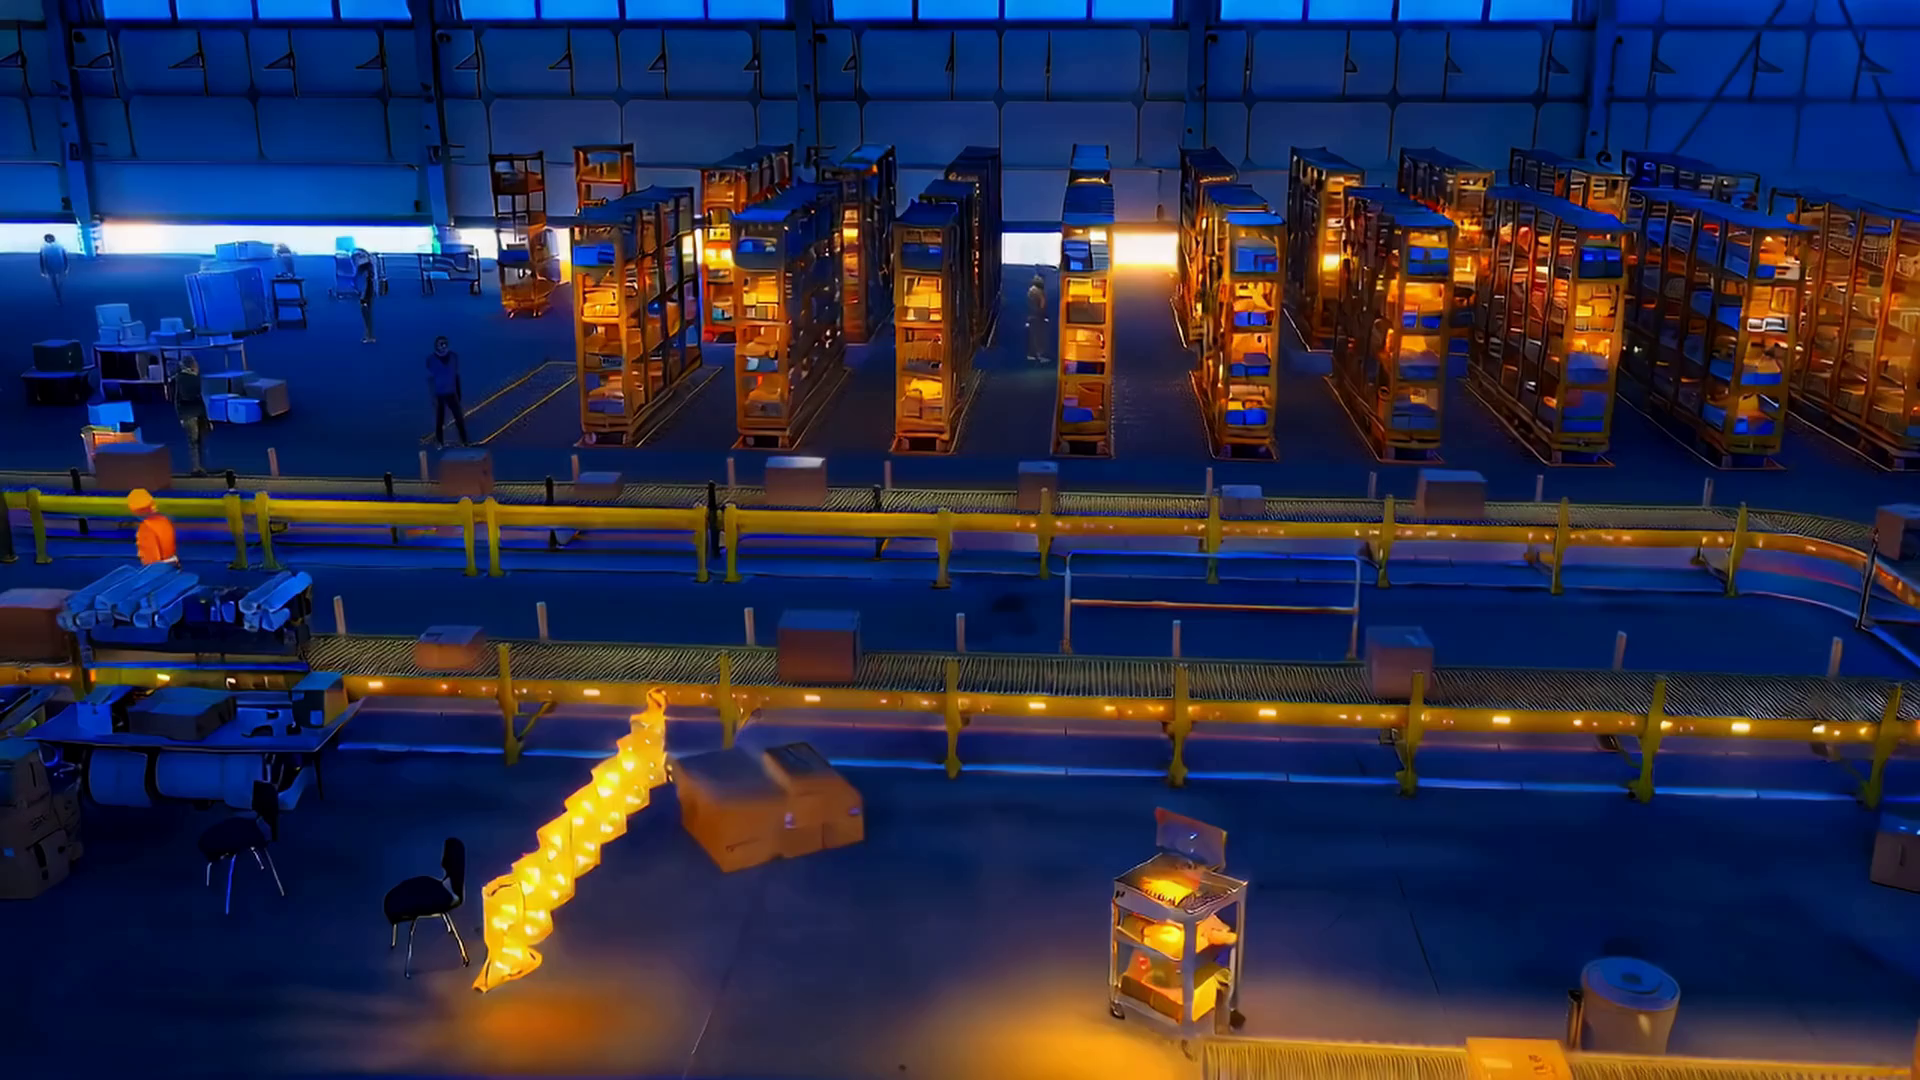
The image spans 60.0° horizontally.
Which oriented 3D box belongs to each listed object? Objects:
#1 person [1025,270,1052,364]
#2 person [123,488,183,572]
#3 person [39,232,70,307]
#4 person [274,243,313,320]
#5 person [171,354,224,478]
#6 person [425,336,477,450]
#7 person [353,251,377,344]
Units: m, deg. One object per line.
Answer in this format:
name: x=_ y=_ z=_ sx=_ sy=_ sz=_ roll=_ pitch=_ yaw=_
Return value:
person: x=1.595 y=-4.340 z=32.380 sx=0.766 sy=1.803 sz=0.598 roll=9 pitch=20 yaw=27
person: x=-8.309 y=0.388 z=17.175 sx=0.588 sy=1.921 sz=0.626 roll=1 pitch=18 yaw=5
person: x=-21.159 y=-6.323 z=38.840 sx=0.586 sy=1.699 sz=0.925 roll=-16 pitch=24 yaw=-41
person: x=-15.001 y=-5.822 z=37.264 sx=0.492 sy=1.696 sz=0.903 roll=10 pitch=20 yaw=30
person: x=-11.156 y=-1.807 z=24.292 sx=0.591 sy=1.834 sz=0.404 roll=5 pitch=18 yaw=15
person: x=-7.907 y=-2.249 z=25.738 sx=0.906 sy=1.805 sz=0.588 roll=16 pitch=24 yaw=42
person: x=-12.287 y=-5.013 z=34.340 sx=0.407 sy=1.913 sz=0.641 roll=-3 pitch=18 yaw=-11
